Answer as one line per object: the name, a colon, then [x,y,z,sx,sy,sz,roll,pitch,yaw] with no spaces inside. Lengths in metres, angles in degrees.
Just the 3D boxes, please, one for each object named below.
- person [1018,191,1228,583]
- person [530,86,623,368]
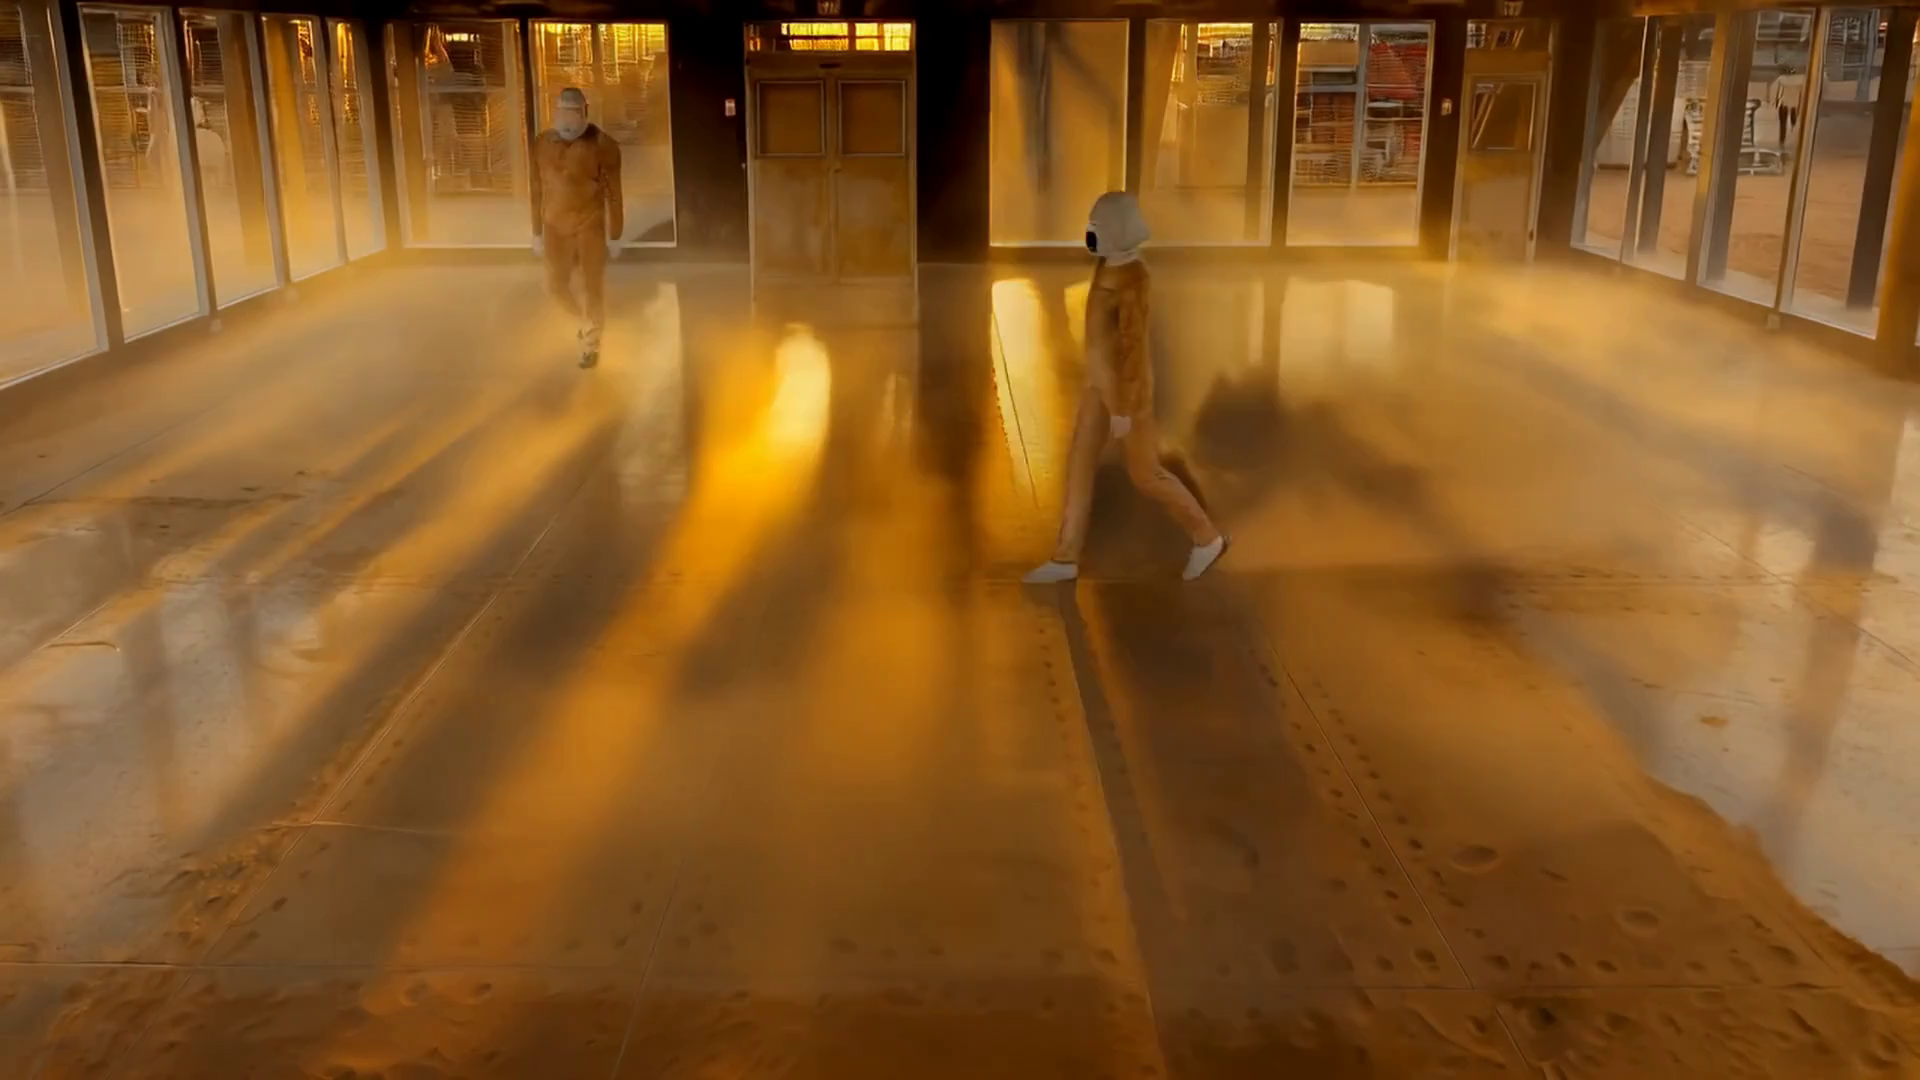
person: [0.692,-0.593,6.671,0.832,1.600,0.506,-4,17,-14]
person: [-2.619,-2.144,11.418,0.669,1.891,0.482,3,17,9]
